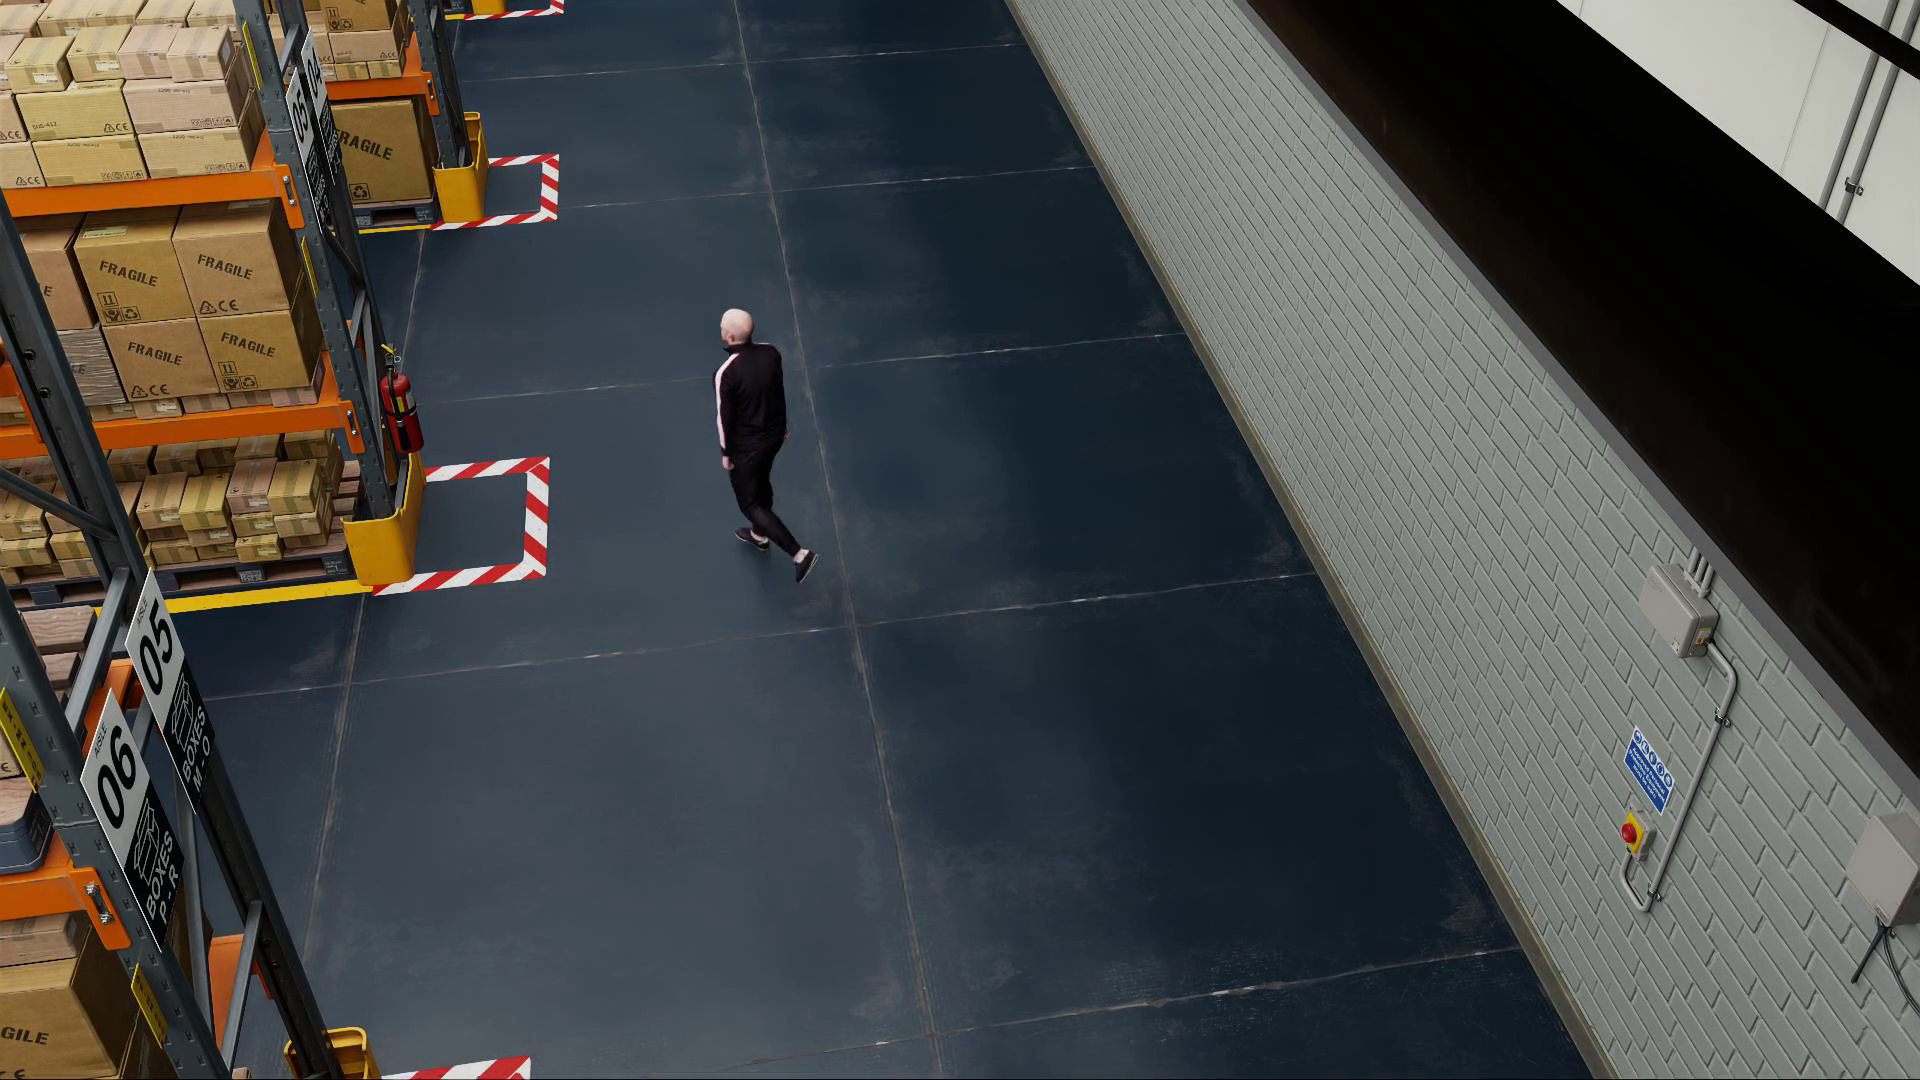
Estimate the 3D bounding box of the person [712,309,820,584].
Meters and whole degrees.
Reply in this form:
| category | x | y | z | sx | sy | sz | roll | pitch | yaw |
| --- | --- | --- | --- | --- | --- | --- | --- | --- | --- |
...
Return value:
| category | x | y | z | sx | sy | sz | roll | pitch | yaw |
| --- | --- | --- | --- | --- | --- | --- | --- | --- | --- |
| person | -1.166 | -0.542 | 10.097 | 1.163 | 1.812 | 1.129 | 26 | 45 | 29 |
